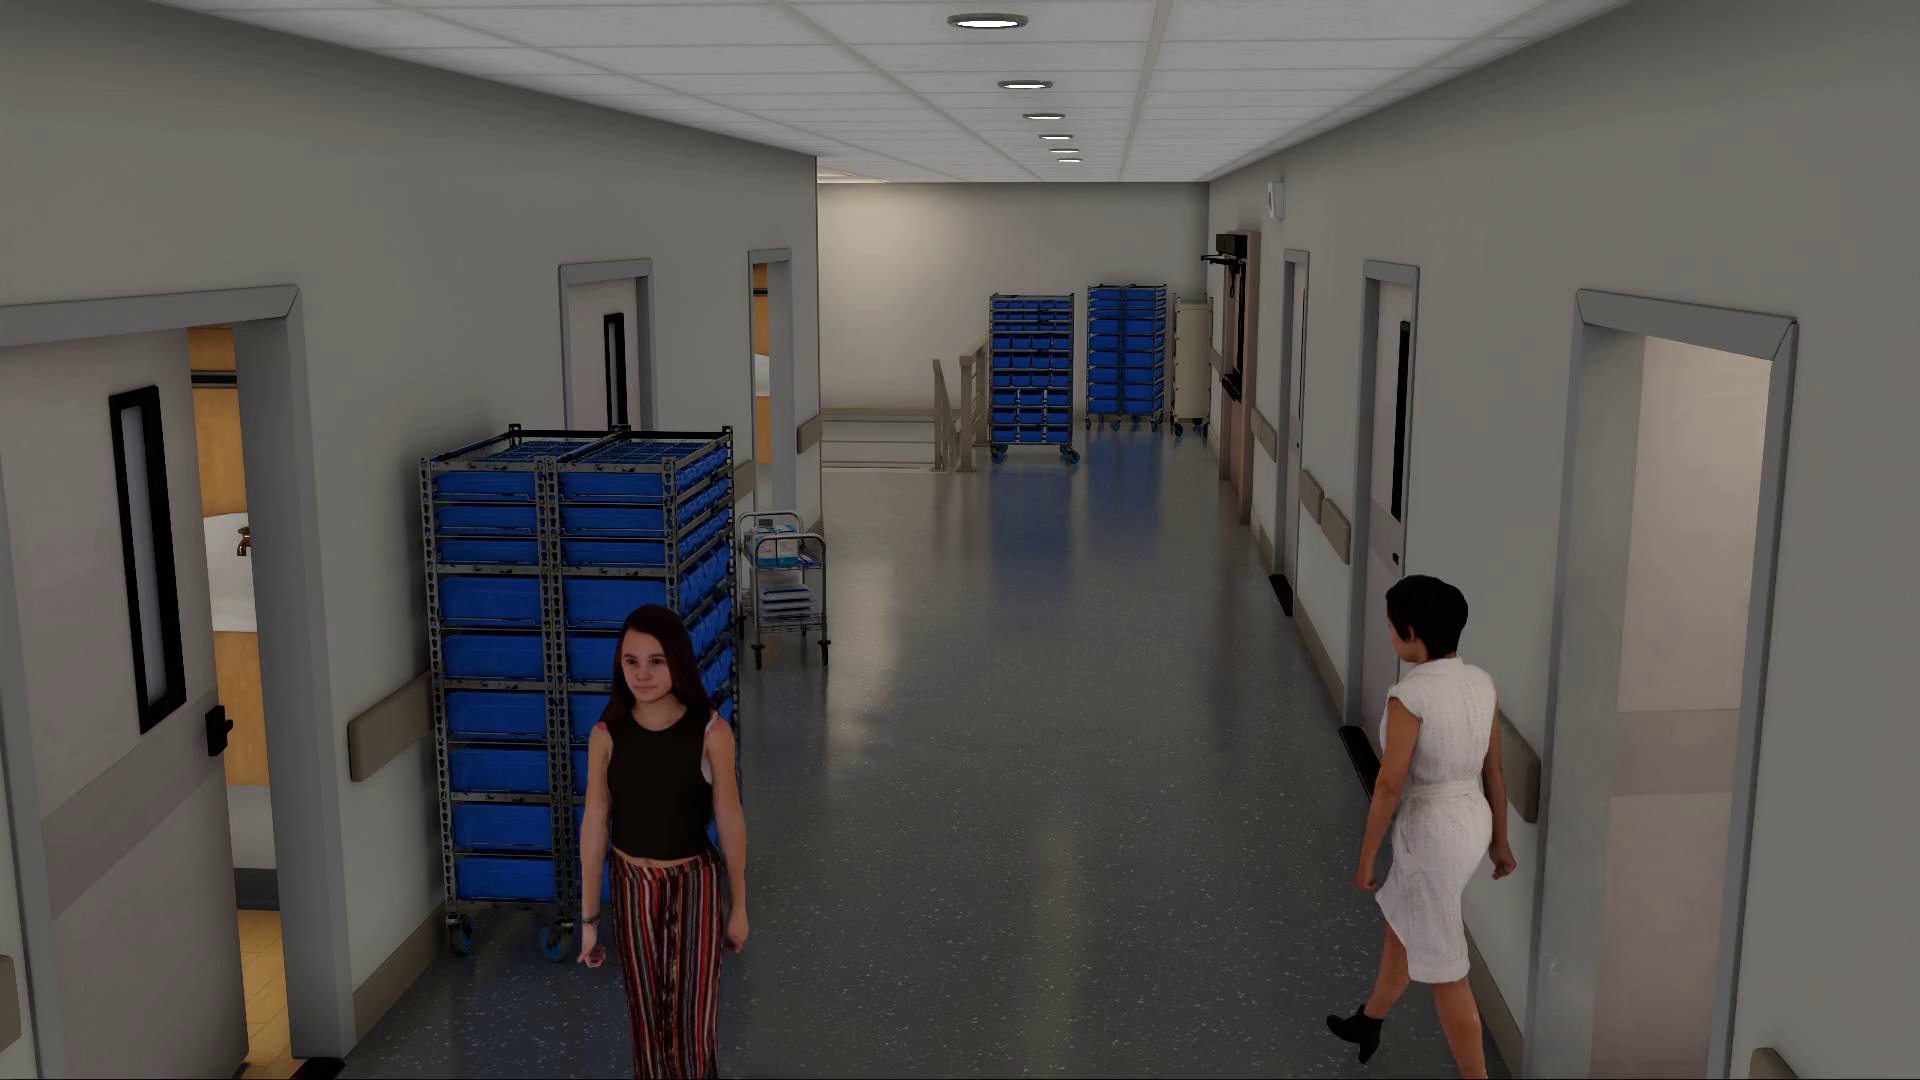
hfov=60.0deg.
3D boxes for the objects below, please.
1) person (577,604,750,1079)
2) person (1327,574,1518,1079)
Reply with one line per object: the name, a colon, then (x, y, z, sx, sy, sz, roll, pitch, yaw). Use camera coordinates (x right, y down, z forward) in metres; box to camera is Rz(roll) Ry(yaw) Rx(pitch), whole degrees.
person: (-0.741, 0.902, 4.320, 0.568, 1.553, 0.656, 1, 11, 7)
person: (1.366, 0.888, 4.520, 0.930, 1.506, 1.011, -8, 14, -37)
